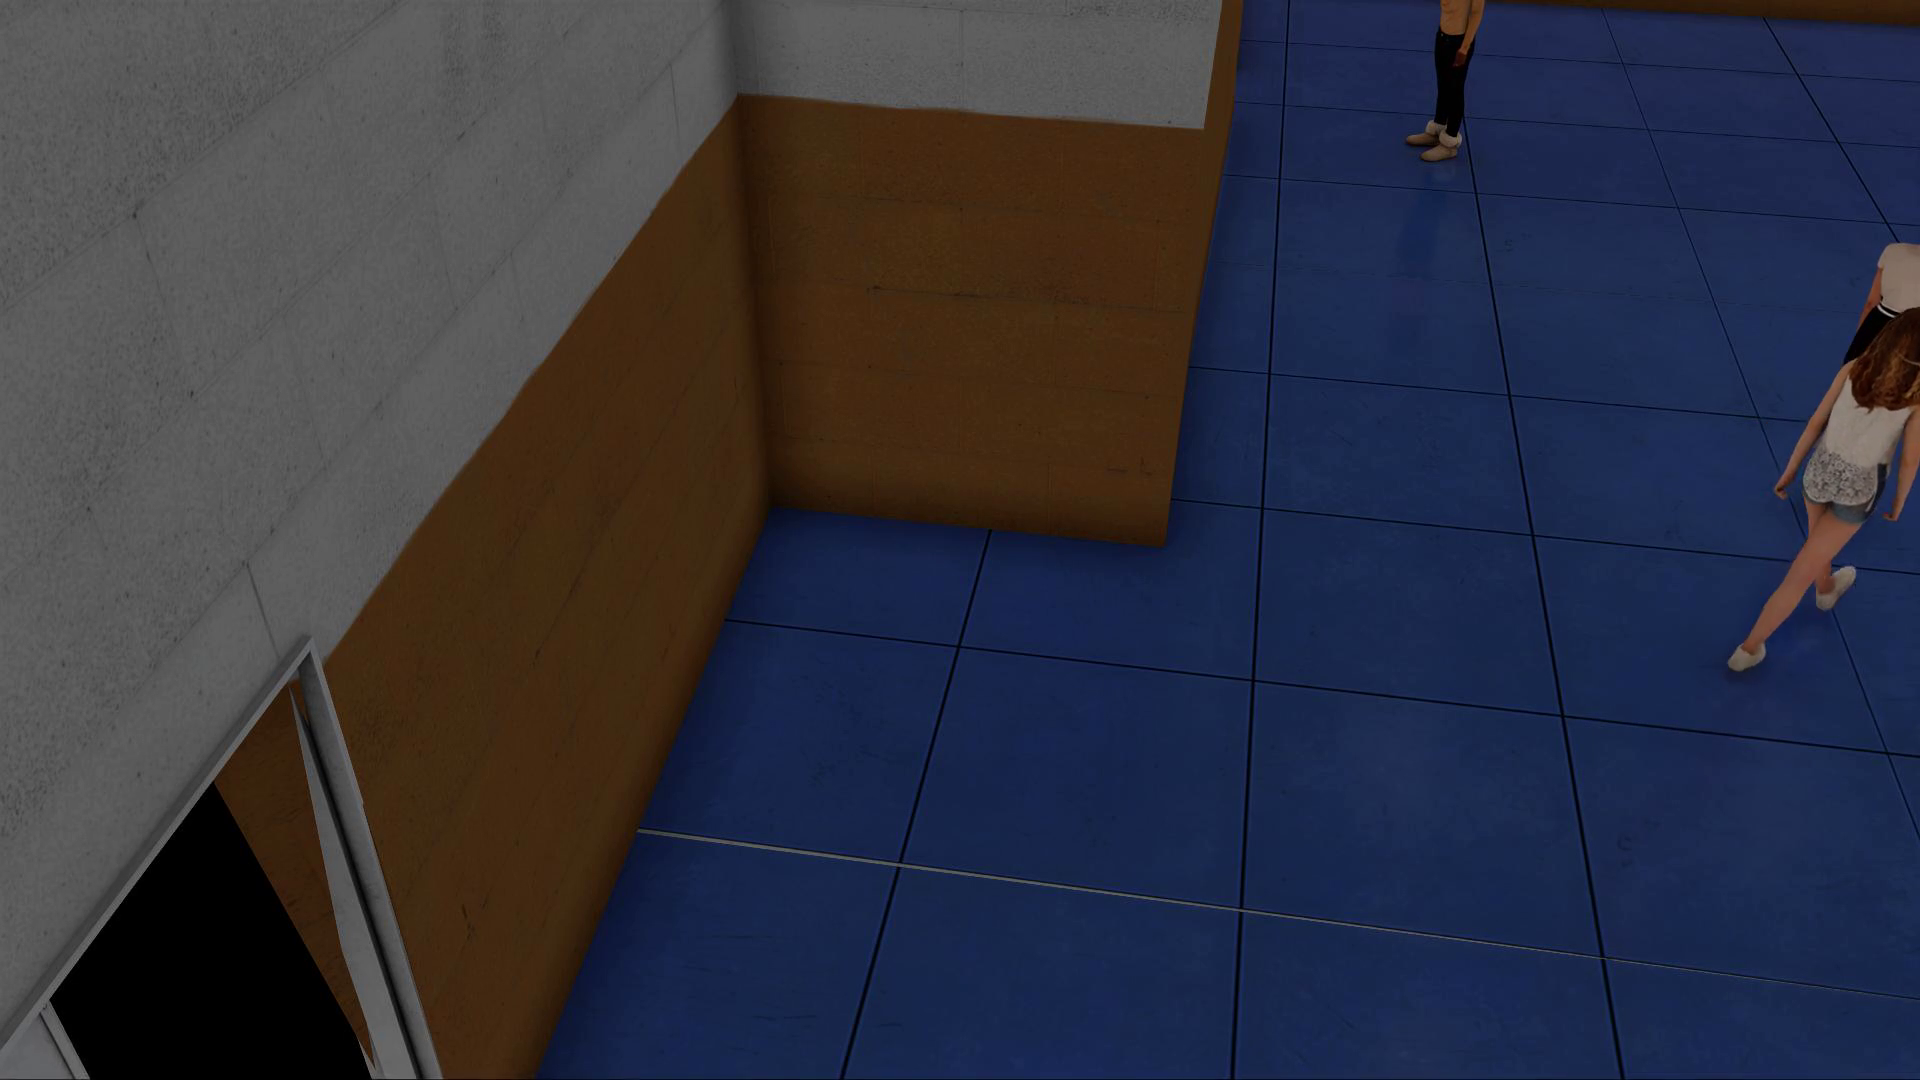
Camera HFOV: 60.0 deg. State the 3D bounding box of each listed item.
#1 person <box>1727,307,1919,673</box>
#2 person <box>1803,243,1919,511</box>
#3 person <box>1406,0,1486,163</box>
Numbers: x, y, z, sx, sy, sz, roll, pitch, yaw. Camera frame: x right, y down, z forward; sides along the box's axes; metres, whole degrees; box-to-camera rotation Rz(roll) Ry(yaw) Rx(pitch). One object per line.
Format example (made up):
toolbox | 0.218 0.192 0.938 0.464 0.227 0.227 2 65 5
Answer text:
person | 3.646 -0.145 7.016 1.149 1.714 1.098 -24 43 -29
person | 4.406 -0.833 7.901 0.735 1.751 0.670 -24 43 -28
person | 3.432 -3.458 11.475 0.658 1.659 0.657 -5 37 -6
